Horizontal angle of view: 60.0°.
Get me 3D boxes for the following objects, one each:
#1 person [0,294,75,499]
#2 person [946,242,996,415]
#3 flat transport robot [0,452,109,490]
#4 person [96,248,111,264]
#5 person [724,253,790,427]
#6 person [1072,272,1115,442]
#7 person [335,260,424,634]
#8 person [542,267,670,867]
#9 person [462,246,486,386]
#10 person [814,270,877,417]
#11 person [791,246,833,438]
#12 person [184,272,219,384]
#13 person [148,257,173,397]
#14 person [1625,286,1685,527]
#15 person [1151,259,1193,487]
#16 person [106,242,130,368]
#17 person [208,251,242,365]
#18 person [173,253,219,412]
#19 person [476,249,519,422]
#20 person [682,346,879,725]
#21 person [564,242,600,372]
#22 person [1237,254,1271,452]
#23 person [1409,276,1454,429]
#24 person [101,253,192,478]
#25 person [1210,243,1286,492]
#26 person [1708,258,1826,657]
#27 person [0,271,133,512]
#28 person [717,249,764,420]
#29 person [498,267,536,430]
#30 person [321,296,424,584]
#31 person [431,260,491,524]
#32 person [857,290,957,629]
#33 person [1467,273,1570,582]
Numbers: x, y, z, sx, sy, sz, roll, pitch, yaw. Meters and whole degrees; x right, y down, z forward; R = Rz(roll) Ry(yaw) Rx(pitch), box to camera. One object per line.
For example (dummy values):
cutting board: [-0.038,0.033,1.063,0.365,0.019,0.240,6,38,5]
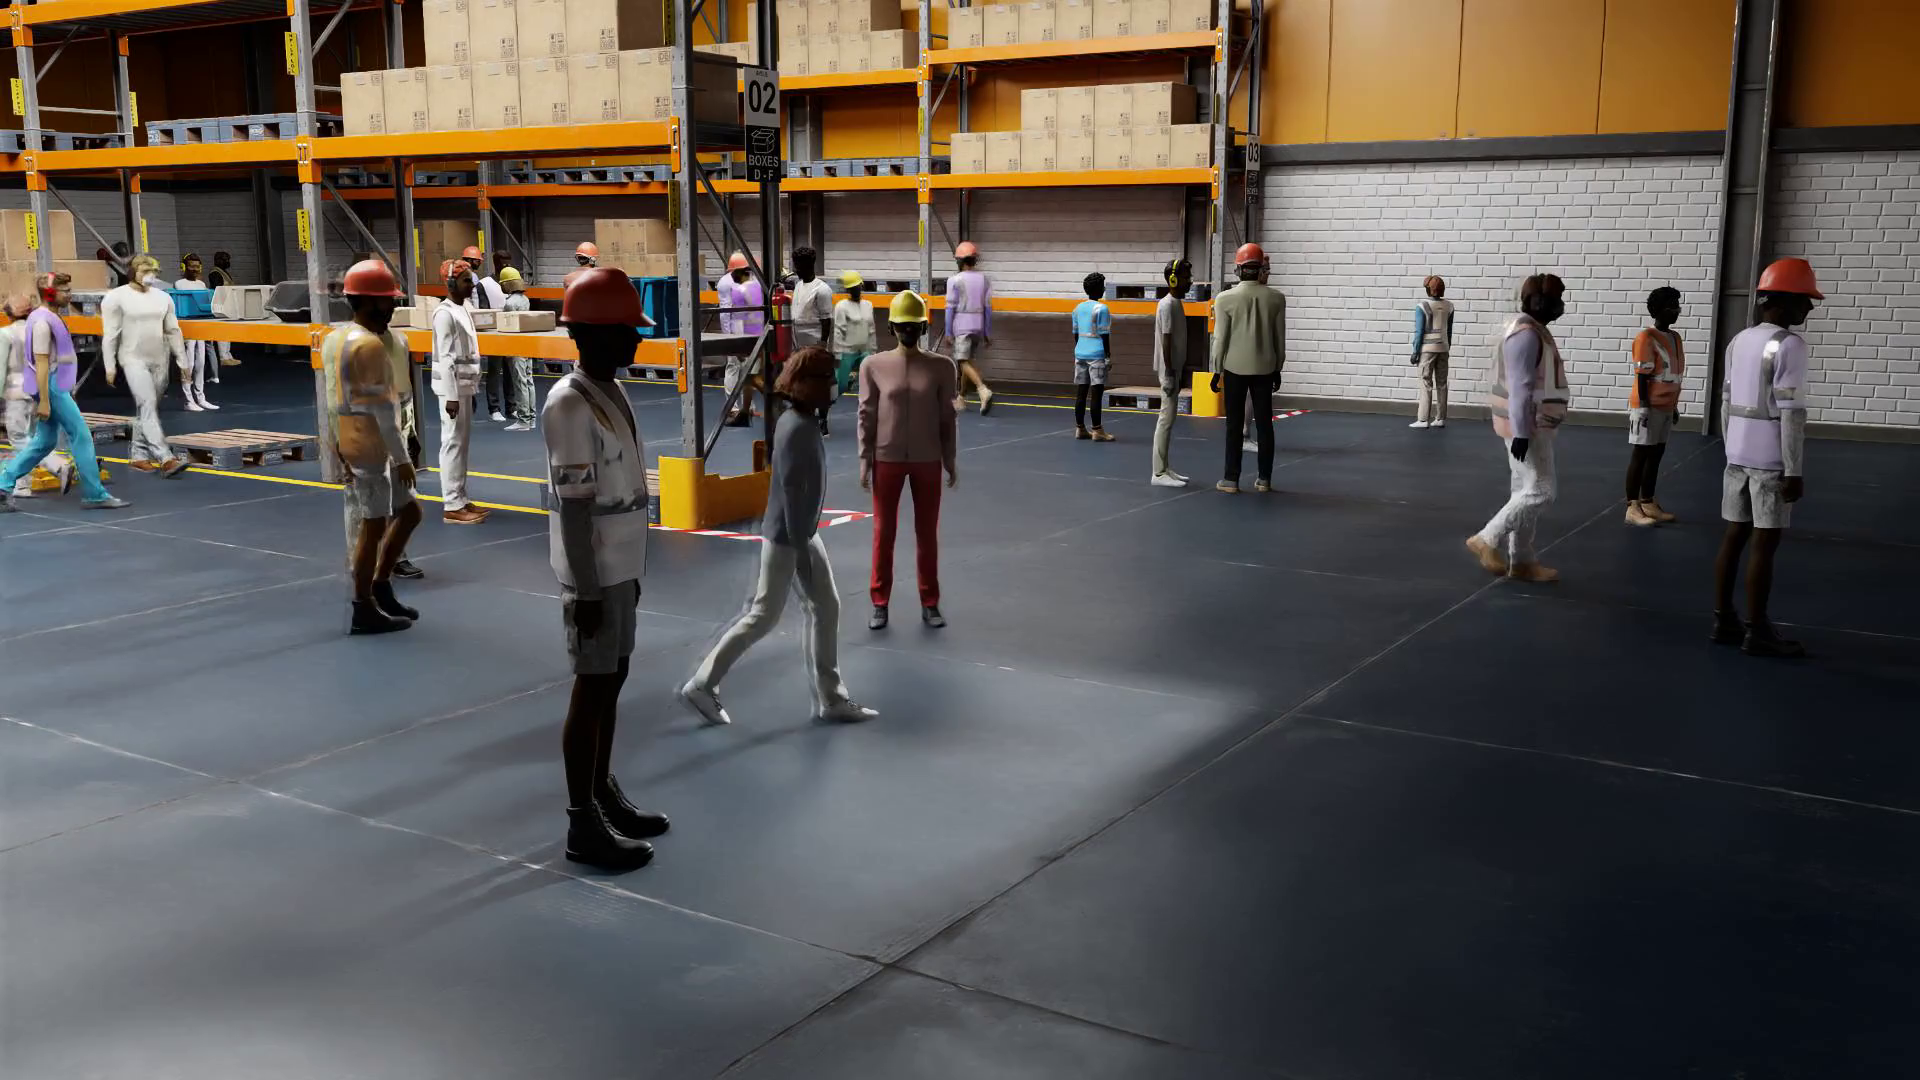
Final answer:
person: [-7.222,-1.108,12.947,0.624,1.609,0.549,2,10,11]
person: [0.137,-2.458,19.357,0.613,2.014,0.930,-8,13,-37]
flat transport robot: [-7.877,-0.589,13.798,1.431,0.197,0.652,4,11,20]
person: [-14.253,-3.928,27.832,0.572,1.883,0.353,2,10,9]
person: [-2.152,-2.119,17.789,0.861,1.901,0.559,4,11,23]
person: [1.344,-1.840,16.776,0.320,1.698,0.531,-7,12,-34]
person: [-2.957,-0.461,8.524,0.505,1.919,0.554,-4,11,-20]
person: [-1.143,0.086,5.440,0.364,1.935,0.553,0,10,2]
person: [-6.761,-3.096,23.089,0.376,1.931,0.543,-8,13,-37]
person: [-1.136,-1.970,17.451,0.779,1.726,0.548,9,14,40]
person: [-1.541,-2.005,16.968,0.381,1.958,0.603,-8,13,-37]
person: [-10.736,-3.007,23.453,0.287,1.626,0.497,5,11,25]
person: [-10.281,-2.708,21.274,0.602,1.818,0.611,-10,14,-43]
person: [4.954,-0.948,11.837,0.535,1.697,0.318,-9,14,-42]
person: [1.758,-1.380,13.753,0.313,1.869,0.528,2,11,13]
person: [-13.091,-3.702,26.145,0.969,2.000,0.691,2,10,11]
person: [-11.931,-3.755,26.999,0.429,1.842,0.626,-2,11,-13]
person: [-9.073,-2.457,19.741,0.335,1.864,0.521,2,10,13]
person: [-5.134,-2.289,18.665,0.393,1.916,0.591,7,12,34]
person: [-0.770,-0.005,6.888,0.776,1.601,0.503,1,10,6]
person: [-4.450,-2.566,19.978,0.611,1.995,0.380,3,11,17]
person: [2.810,-1.791,15.969,0.401,1.896,0.648,0,10,2]
person: [5.083,-2.015,17.906,0.512,1.641,0.309,-5,11,-26]
person: [-6.872,-1.477,14.196,0.984,1.894,0.650,5,12,28]
person: [2.312,-1.376,13.377,0.611,1.996,0.379,-2,10,-9]
person: [3.953,-0.400,8.147,0.376,1.934,0.546,-1,10,-7]
person: [-6.789,-1.096,12.363,0.932,1.805,0.565,-5,11,-23]
person: [-2.444,-2.315,18.753,0.373,1.936,0.629,8,13,36]
person: [-4.744,-2.034,17.748,0.309,1.736,0.485,1,10,5]
person: [-3.431,-0.642,9.797,0.403,1.822,0.589,6,12,31]
person: [-3.604,-1.063,11.960,0.358,1.882,0.574,-1,10,-4]
person: [-0.272,-0.408,8.660,0.531,1.766,0.328,-1,10,-7]
person: [3.349,-0.650,9.810,0.444,1.830,0.650,5,11,24]
